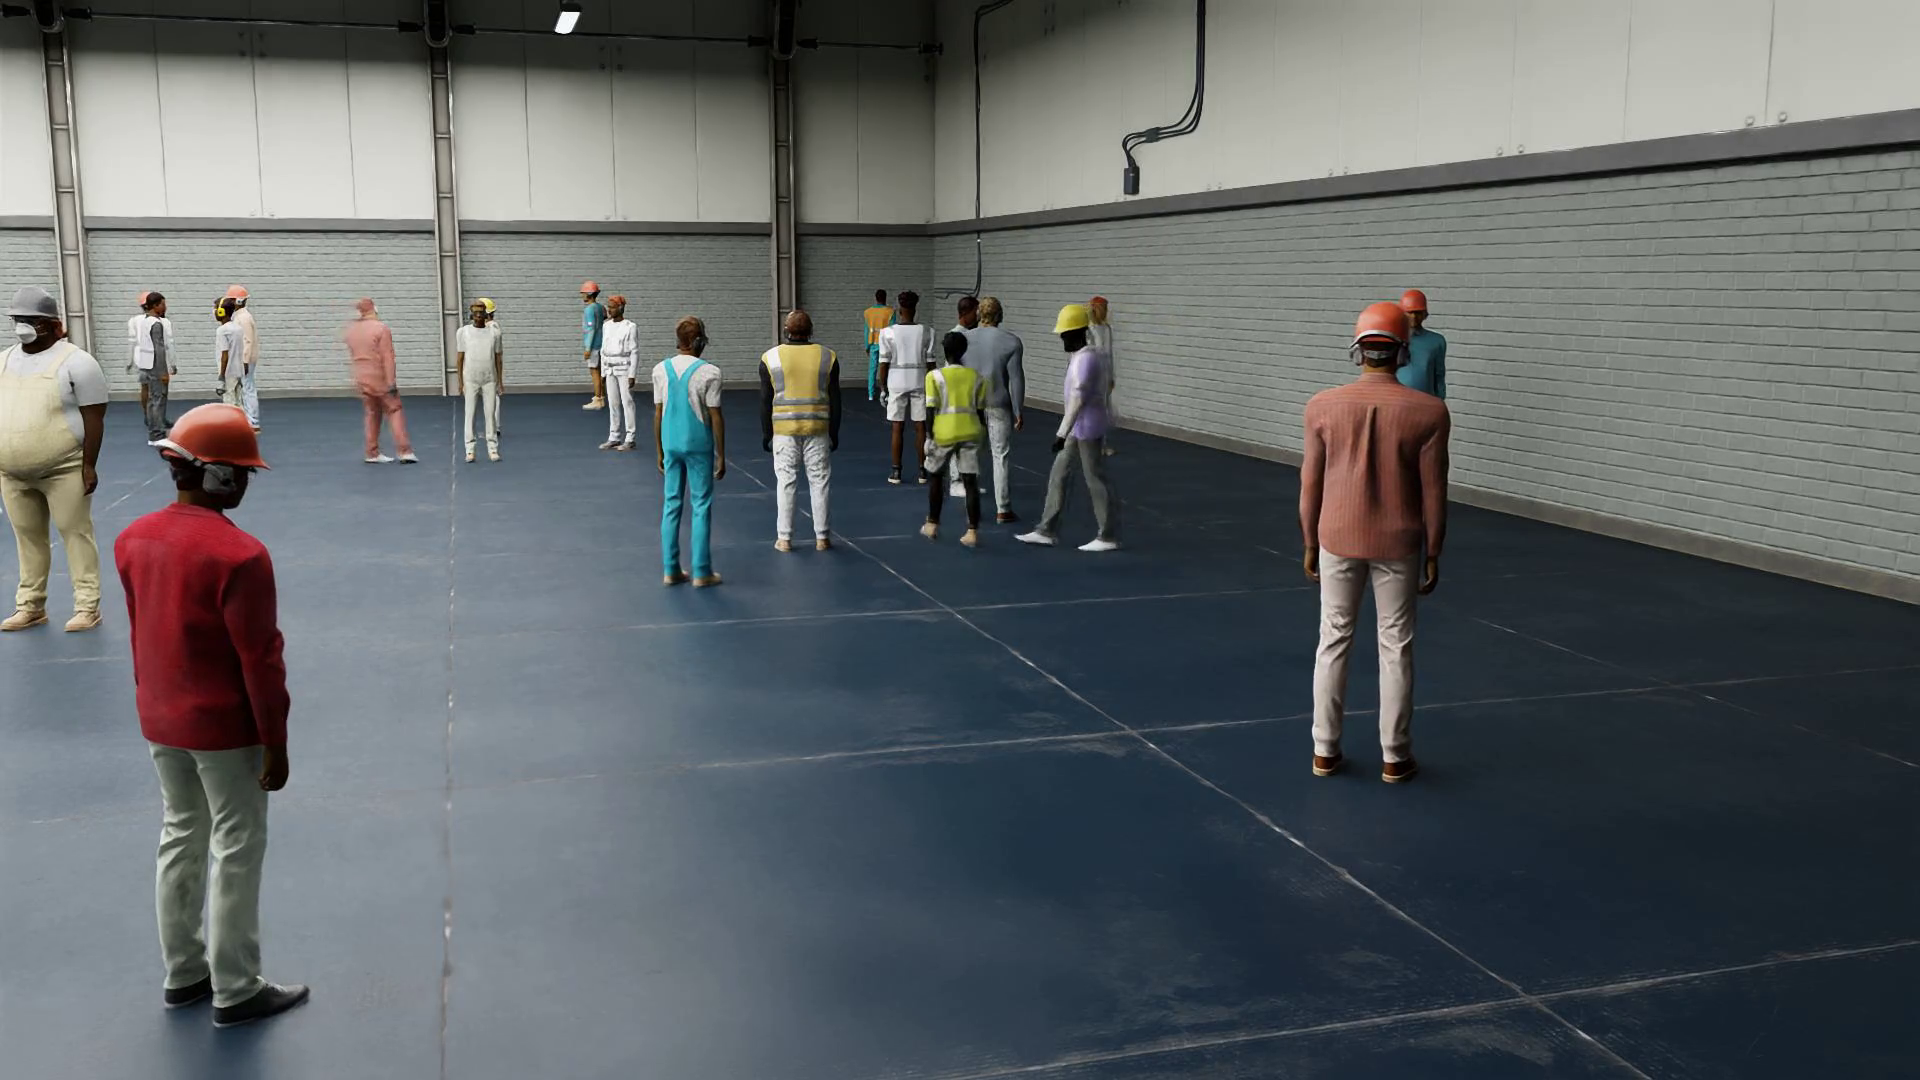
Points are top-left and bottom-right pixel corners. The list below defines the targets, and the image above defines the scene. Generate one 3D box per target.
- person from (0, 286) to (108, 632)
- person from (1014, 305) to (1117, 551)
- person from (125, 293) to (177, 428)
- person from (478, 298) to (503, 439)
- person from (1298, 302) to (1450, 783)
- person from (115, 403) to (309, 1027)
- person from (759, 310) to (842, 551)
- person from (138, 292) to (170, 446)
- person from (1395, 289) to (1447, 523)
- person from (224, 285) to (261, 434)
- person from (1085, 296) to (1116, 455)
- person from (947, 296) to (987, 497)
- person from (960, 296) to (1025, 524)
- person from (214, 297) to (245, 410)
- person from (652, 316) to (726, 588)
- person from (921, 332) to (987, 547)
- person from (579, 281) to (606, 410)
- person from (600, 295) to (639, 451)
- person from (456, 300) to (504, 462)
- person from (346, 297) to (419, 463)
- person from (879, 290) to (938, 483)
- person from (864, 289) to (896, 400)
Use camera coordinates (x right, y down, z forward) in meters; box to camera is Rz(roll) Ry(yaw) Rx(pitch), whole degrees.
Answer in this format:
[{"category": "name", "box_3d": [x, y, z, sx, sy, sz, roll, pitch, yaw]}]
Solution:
[{"category": "person", "box_3d": [-5.409, -0.468, 9.794, 0.682, 2.000, 0.537, 1, 9, 5]}, {"category": "person", "box_3d": [0.807, -0.830, 12.632, 0.888, 1.879, 0.581, -1, 9, -6]}, {"category": "person", "box_3d": [-11.367, -2.519, 23.388, 0.651, 1.865, 0.972, -3, 9, -16]}, {"category": "person", "box_3d": [-6.187, -2.245, 21.792, 0.404, 1.833, 0.589, -2, 9, -15]}, {"category": "person", "box_3d": [1.709, 0.014, 6.905, 0.607, 1.986, 0.406, 4, 10, 22]}, {"category": "person", "box_3d": [-2.072, 0.488, 4.660, 0.574, 1.738, 0.353, 5, 10, 28]}, {"category": "person", "box_3d": [-1.218, -0.830, 12.726, 0.628, 1.846, 0.429, -2, 9, -10]}, {"category": "person", "box_3d": [-10.036, -2.127, 20.770, 0.377, 1.916, 0.600, -7, 12, -39]}, {"category": "person", "box_3d": [3.825, -1.129, 14.156, 0.622, 1.992, 0.394, 0, 9, 2]}, {"category": "person", "box_3d": [-9.613, -2.404, 22.289, 0.381, 1.994, 0.621, -5, 10, -30]}, {"category": "person", "box_3d": [1.602, -1.924, 19.615, 0.580, 1.879, 0.370, -8, 12, -42]}, {"category": "person", "box_3d": [0.044, -1.375, 15.974, 0.391, 1.919, 0.593, 2, 9, 13]}, {"category": "person", "box_3d": [0.243, -1.105, 14.179, 0.635, 1.937, 0.354, 2, 9, 16]}, {"category": "person", "box_3d": [-8.505, -1.880, 19.346, 0.328, 1.872, 0.514, 0, 9, 0]}, {"category": "person", "box_3d": [-1.816, -0.585, 11.205, 0.517, 1.836, 0.349, 3, 9, 16]}, {"category": "person", "box_3d": [-0.065, -0.800, 13.094, 0.582, 1.659, 0.766, -4, 10, -23]}, {"category": "person", "box_3d": [-5.873, -3.100, 26.576, 0.377, 2.045, 0.605, 1, 9, 4]}, {"category": "person", "box_3d": [-4.151, -2.022, 20.215, 0.575, 1.883, 0.355, 6, 11, 33]}, {"category": "person", "box_3d": [-5.461, -1.806, 18.951, 0.505, 1.847, 0.344, -4, 10, -22]}, {"category": "person", "box_3d": [-6.496, -1.779, 18.694, 0.754, 1.874, 0.476, 5, 10, 29]}, {"category": "person", "box_3d": [-0.527, -1.555, 16.965, 0.608, 1.965, 0.365, -1, 9, -7]}, {"category": "person", "box_3d": [-1.372, -3.353, 28.630, 0.584, 1.910, 0.389, 3, 9, 19]}]
